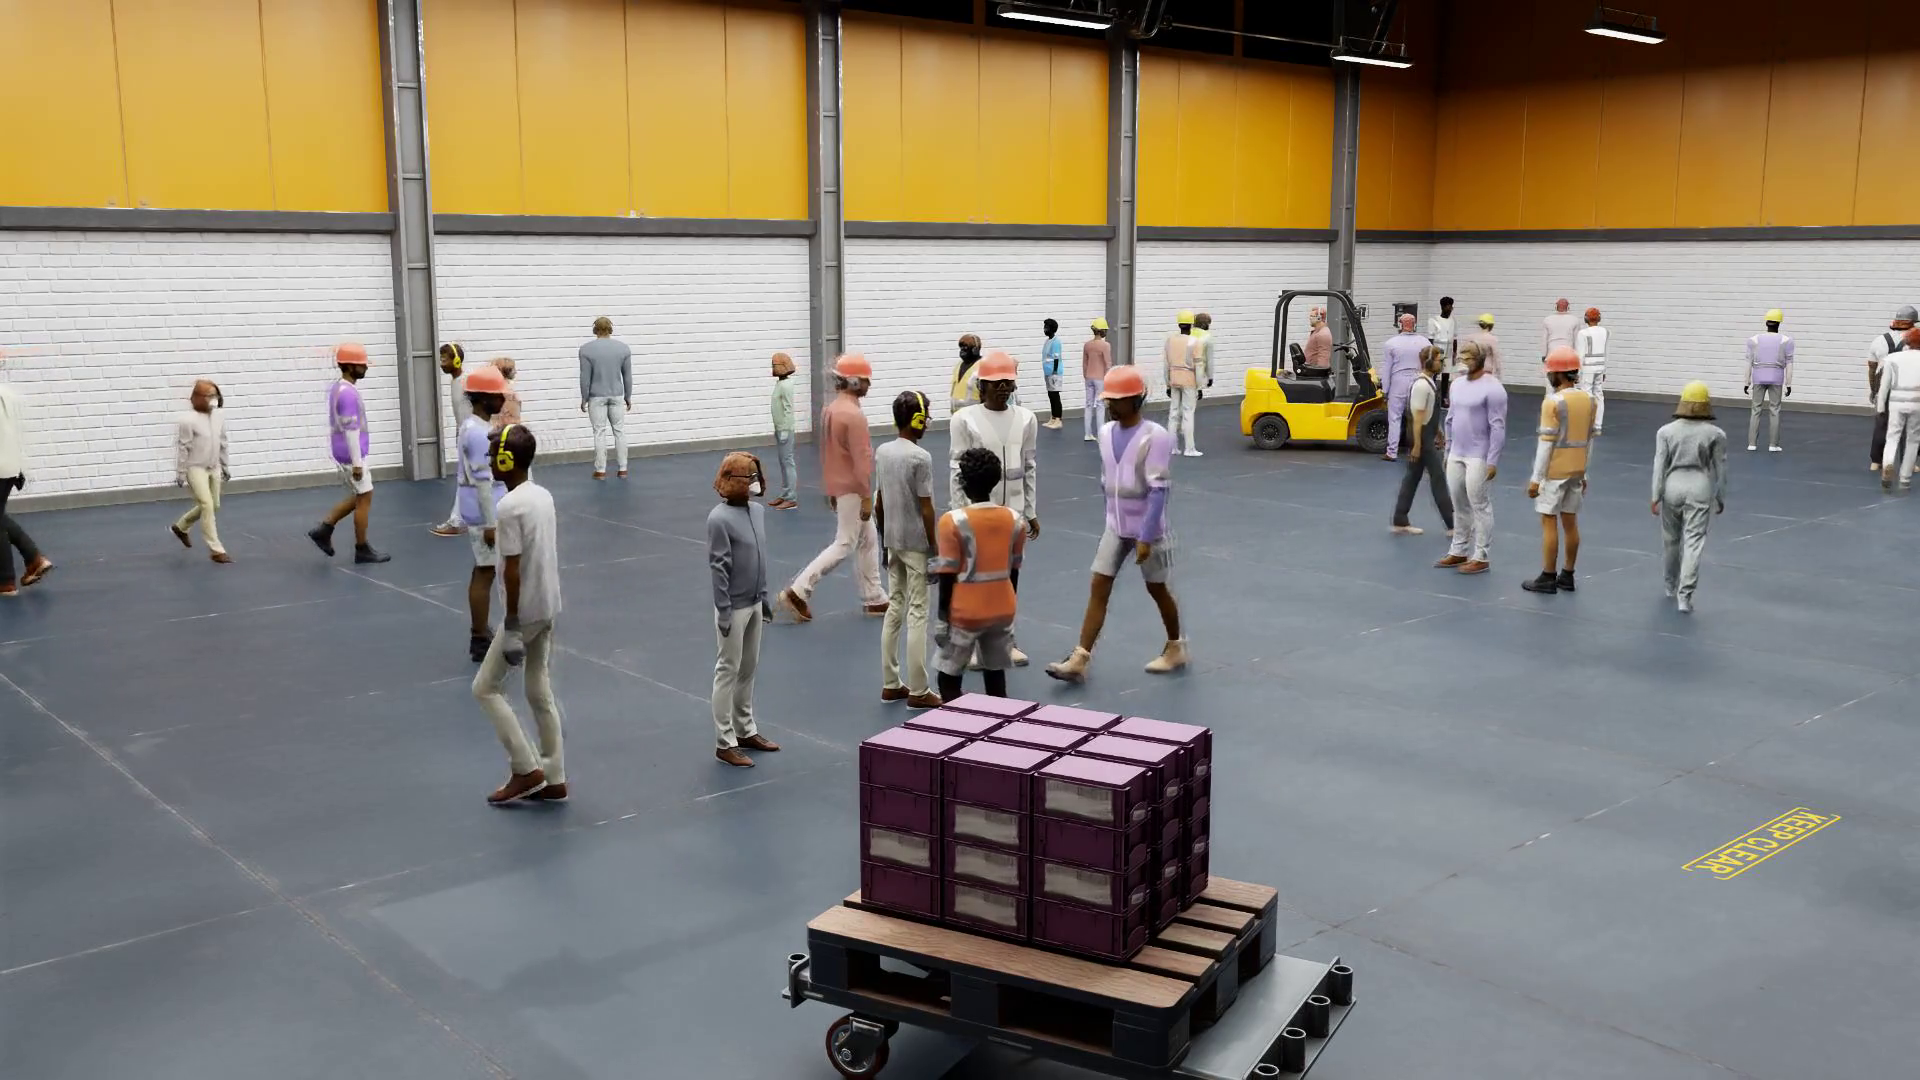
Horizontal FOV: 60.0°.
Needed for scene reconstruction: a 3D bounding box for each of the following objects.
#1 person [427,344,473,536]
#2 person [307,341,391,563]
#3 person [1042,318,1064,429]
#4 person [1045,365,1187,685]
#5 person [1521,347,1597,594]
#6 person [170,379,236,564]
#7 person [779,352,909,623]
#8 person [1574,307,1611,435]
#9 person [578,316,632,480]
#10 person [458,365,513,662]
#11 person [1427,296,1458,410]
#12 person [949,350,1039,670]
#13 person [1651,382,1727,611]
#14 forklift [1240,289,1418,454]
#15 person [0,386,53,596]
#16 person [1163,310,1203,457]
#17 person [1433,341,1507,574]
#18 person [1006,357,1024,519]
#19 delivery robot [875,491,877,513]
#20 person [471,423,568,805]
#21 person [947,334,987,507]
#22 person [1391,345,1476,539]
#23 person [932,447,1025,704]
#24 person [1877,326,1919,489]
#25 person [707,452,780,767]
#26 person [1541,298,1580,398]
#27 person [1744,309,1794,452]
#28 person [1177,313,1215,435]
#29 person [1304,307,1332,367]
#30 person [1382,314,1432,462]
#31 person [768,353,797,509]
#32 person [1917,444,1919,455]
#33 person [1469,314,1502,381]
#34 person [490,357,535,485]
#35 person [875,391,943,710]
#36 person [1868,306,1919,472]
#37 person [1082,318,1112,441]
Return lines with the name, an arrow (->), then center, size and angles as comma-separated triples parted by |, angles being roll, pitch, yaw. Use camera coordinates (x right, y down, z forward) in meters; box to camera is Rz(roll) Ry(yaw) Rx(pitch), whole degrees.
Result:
person -> -4.712, -0.946, 15.779 | 0.815, 1.812, 0.565 | -6, 11, -29
person -> -5.245, -0.734, 14.199 | 0.558, 1.918, 0.560 | -5, 11, -26
person -> 1.412, -2.547, 25.480 | 0.321, 1.690, 0.536 | -2, 10, -14
person -> 1.043, -0.088, 10.261 | 1.082, 1.971, 0.627 | -9, 13, -41
person -> 4.689, -0.533, 13.003 | 0.584, 1.927, 0.372 | -5, 11, -29
person -> -6.591, -0.599, 14.329 | 0.715, 1.599, 0.518 | 3, 10, 19
person -> -0.846, -0.372, 11.963 | 0.941, 1.962, 0.631 | -3, 10, -18
person -> 9.300, -2.479, 24.511 | 0.572, 1.885, 0.358 | -4, 10, -20
person -> -4.182, -1.677, 19.659 | 0.635, 1.936, 0.354 | -5, 11, -27
person -> -3.076, -0.175, 10.874 | 0.376, 1.933, 0.550 | -3, 10, -19
person -> 8.256, -3.186, 28.462 | 0.599, 1.958, 0.382 | -3, 10, -18
person -> 0.233, -0.191, 10.652 | 0.604, 2.044, 0.375 | -4, 11, -23
person -> 5.504, -0.341, 12.558 | 0.506, 1.691, 0.921 | 5, 11, 27
forklift -> 5.034, -2.339, 22.783 | 2.313, 2.155, 1.214 | 3, 10, 16
person -> -7.477, -0.536, 12.850 | 0.481, 1.976, 0.629 | -1, 10, -3
person -> 2.951, -2.057, 21.906 | 0.589, 1.930, 0.355 | 8, 13, 40
person -> 4.261, -0.687, 13.861 | 0.352, 1.937, 0.635 | -4, 11, -23
person -> 0.455, -1.022, 16.704 | 0.308, 1.638, 0.511 | -2, 10, -11
delivery robot -> -0.605, -0.433, 16.147 | 0.477, 0.478, 0.707 | 1, 10, 8
person -> -2.128, 0.368, 7.955 | 0.505, 1.844, 0.552 | 2, 10, 11
person -> 0.112, -1.219, 17.290 | 0.429, 1.841, 0.626 | -6, 11, -32
person -> 4.475, -0.914, 15.584 | 0.823, 1.810, 0.520 | 2, 10, 13
person -> 0.099, 0.384, 8.307 | 0.551, 1.689, 0.324 | -8, 12, -38
person -> 10.596, -1.461, 18.621 | 0.607, 1.864, 0.779 | 7, 12, 35
person -> -1.137, 0.349, 8.684 | 0.286, 1.633, 0.499 | 4, 10, 20
person -> 10.443, -3.246, 28.926 | 0.643, 1.913, 0.410 | 4, 10, 22
person -> 10.905, -2.147, 22.439 | 0.595, 1.925, 0.370 | 6, 11, 32
person -> 3.442, -2.440, 24.501 | 0.476, 1.808, 0.664 | -9, 13, -43
person -> 5.137, -2.398, 23.968 | 0.407, 1.910, 0.639 | 2, 10, 9
person -> 5.721, -1.950, 21.379 | 0.645, 1.899, 0.401 | -1, 10, -5
person -> -1.857, -1.139, 17.397 | 0.285, 1.633, 0.500 | -3, 10, -16
person -> 12.846, -1.916, 21.992 | 0.524, 1.614, 0.700 | 5, 11, 29
person -> 8.188, -2.626, 25.775 | 0.798, 1.733, 0.548 | -6, 11, -31
person -> -4.740, -1.088, 17.203 | 0.838, 1.603, 0.527 | -6, 11, -29
person -> -0.283, 0.059, 9.713 | 0.329, 1.865, 0.508 | -9, 13, -41
person -> 11.514, -1.849, 20.365 | 0.535, 2.000, 0.687 | -8, 13, -40
person -> 1.958, -2.263, 23.591 | 0.328, 1.769, 0.526 | -8, 13, -39
